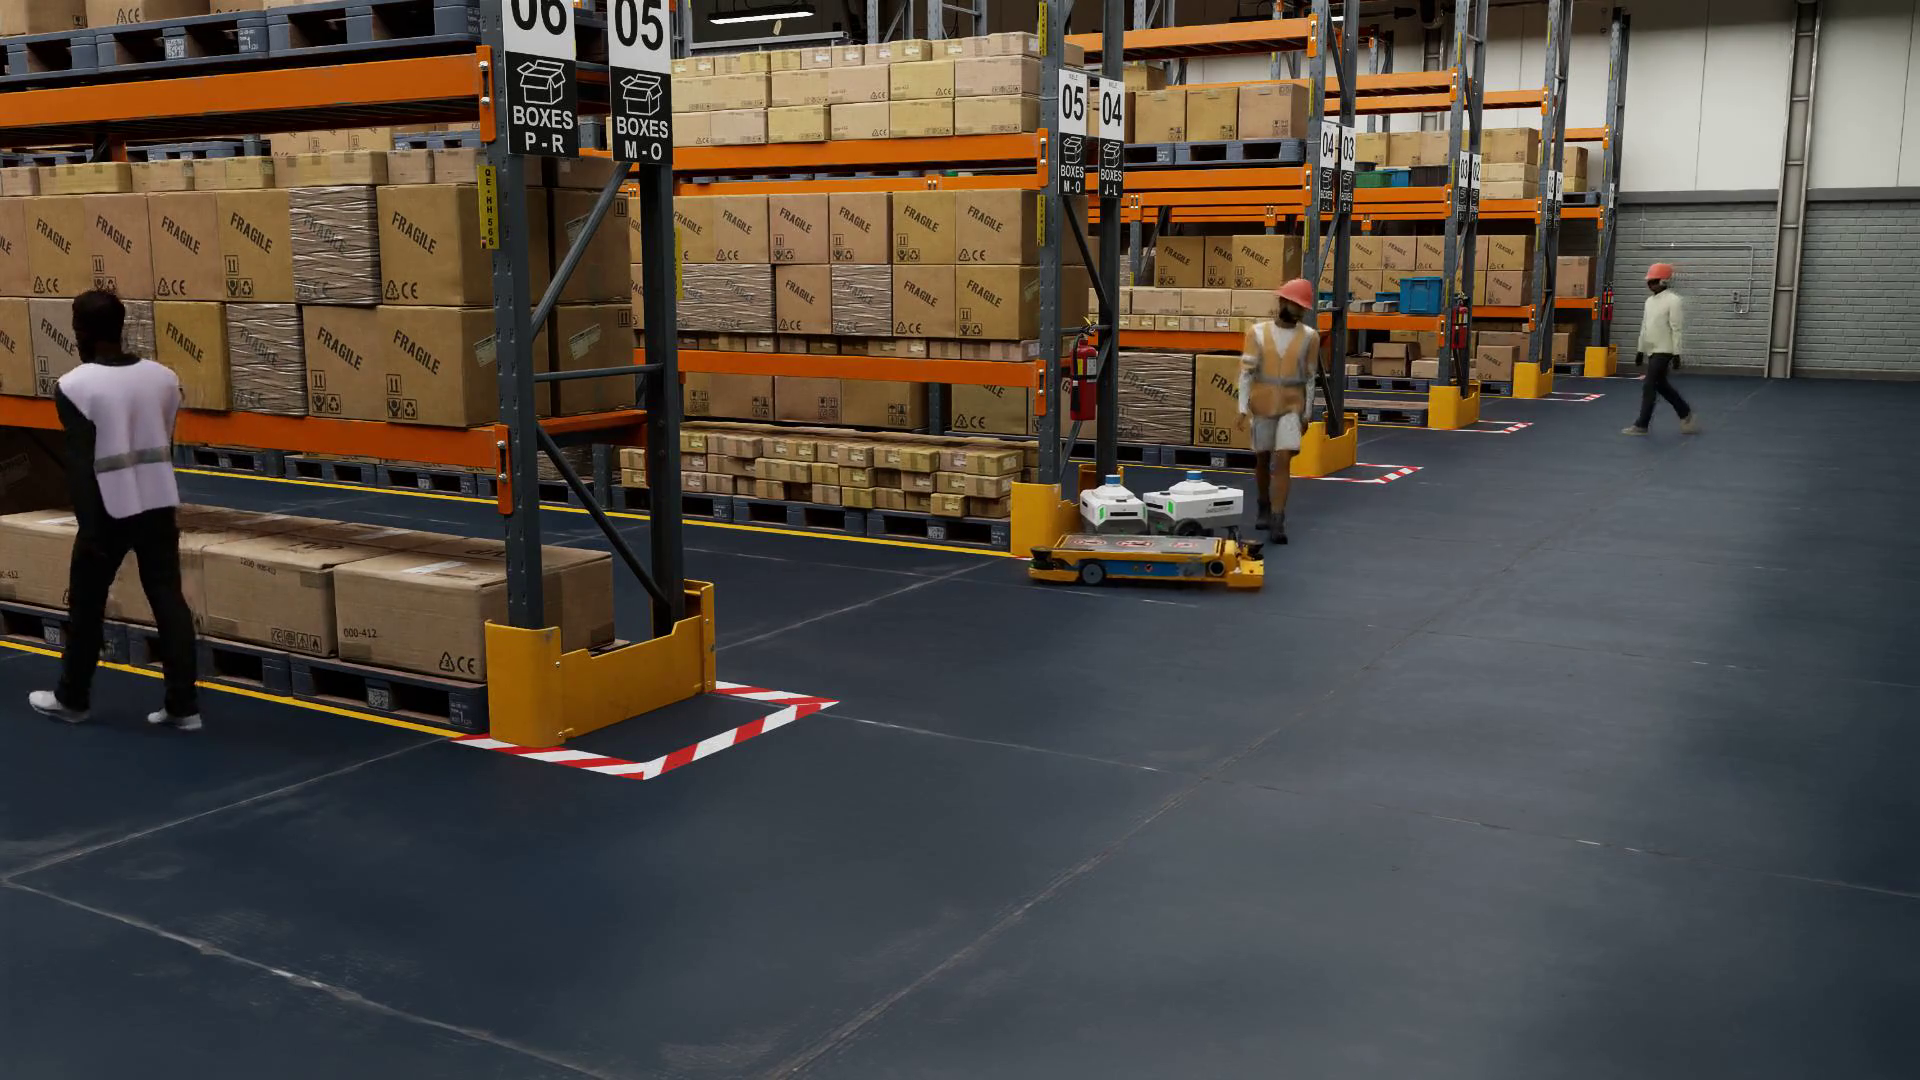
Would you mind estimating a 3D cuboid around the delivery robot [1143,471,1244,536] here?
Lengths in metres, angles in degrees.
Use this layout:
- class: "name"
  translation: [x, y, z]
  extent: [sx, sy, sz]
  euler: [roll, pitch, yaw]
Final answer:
- class: "delivery robot"
  translation: [1.605, -0.233, 11.418]
  extent: [0.707, 0.478, 0.477]
  euler: [-6, 12, -33]

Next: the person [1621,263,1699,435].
- class: "person"
  translation: [8.030, -2.164, 18.912]
  extent: [0.908, 1.964, 0.627]
  euler: [-1, 10, -5]

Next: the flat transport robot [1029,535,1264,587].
- class: "flat transport robot"
  translation: [1.185, 0.118, 10.467]
  extent: [1.431, 0.197, 0.652]
  euler: [2, 10, 10]

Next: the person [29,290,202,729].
- class: "person"
  translation: [-3.671, -0.122, 7.177]
  extent: [0.921, 1.882, 0.595]
  euler: [5, 11, 27]

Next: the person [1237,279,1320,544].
- class: "person"
  translation: [2.307, -0.948, 12.044]
  extent: [0.563, 1.872, 0.977]
  euler: [2, 10, 11]

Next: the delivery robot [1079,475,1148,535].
- class: "delivery robot"
  translation: [1.029, -0.198, 11.213]
  extent: [0.477, 0.478, 0.707]
  euler: [-1, 10, -7]
